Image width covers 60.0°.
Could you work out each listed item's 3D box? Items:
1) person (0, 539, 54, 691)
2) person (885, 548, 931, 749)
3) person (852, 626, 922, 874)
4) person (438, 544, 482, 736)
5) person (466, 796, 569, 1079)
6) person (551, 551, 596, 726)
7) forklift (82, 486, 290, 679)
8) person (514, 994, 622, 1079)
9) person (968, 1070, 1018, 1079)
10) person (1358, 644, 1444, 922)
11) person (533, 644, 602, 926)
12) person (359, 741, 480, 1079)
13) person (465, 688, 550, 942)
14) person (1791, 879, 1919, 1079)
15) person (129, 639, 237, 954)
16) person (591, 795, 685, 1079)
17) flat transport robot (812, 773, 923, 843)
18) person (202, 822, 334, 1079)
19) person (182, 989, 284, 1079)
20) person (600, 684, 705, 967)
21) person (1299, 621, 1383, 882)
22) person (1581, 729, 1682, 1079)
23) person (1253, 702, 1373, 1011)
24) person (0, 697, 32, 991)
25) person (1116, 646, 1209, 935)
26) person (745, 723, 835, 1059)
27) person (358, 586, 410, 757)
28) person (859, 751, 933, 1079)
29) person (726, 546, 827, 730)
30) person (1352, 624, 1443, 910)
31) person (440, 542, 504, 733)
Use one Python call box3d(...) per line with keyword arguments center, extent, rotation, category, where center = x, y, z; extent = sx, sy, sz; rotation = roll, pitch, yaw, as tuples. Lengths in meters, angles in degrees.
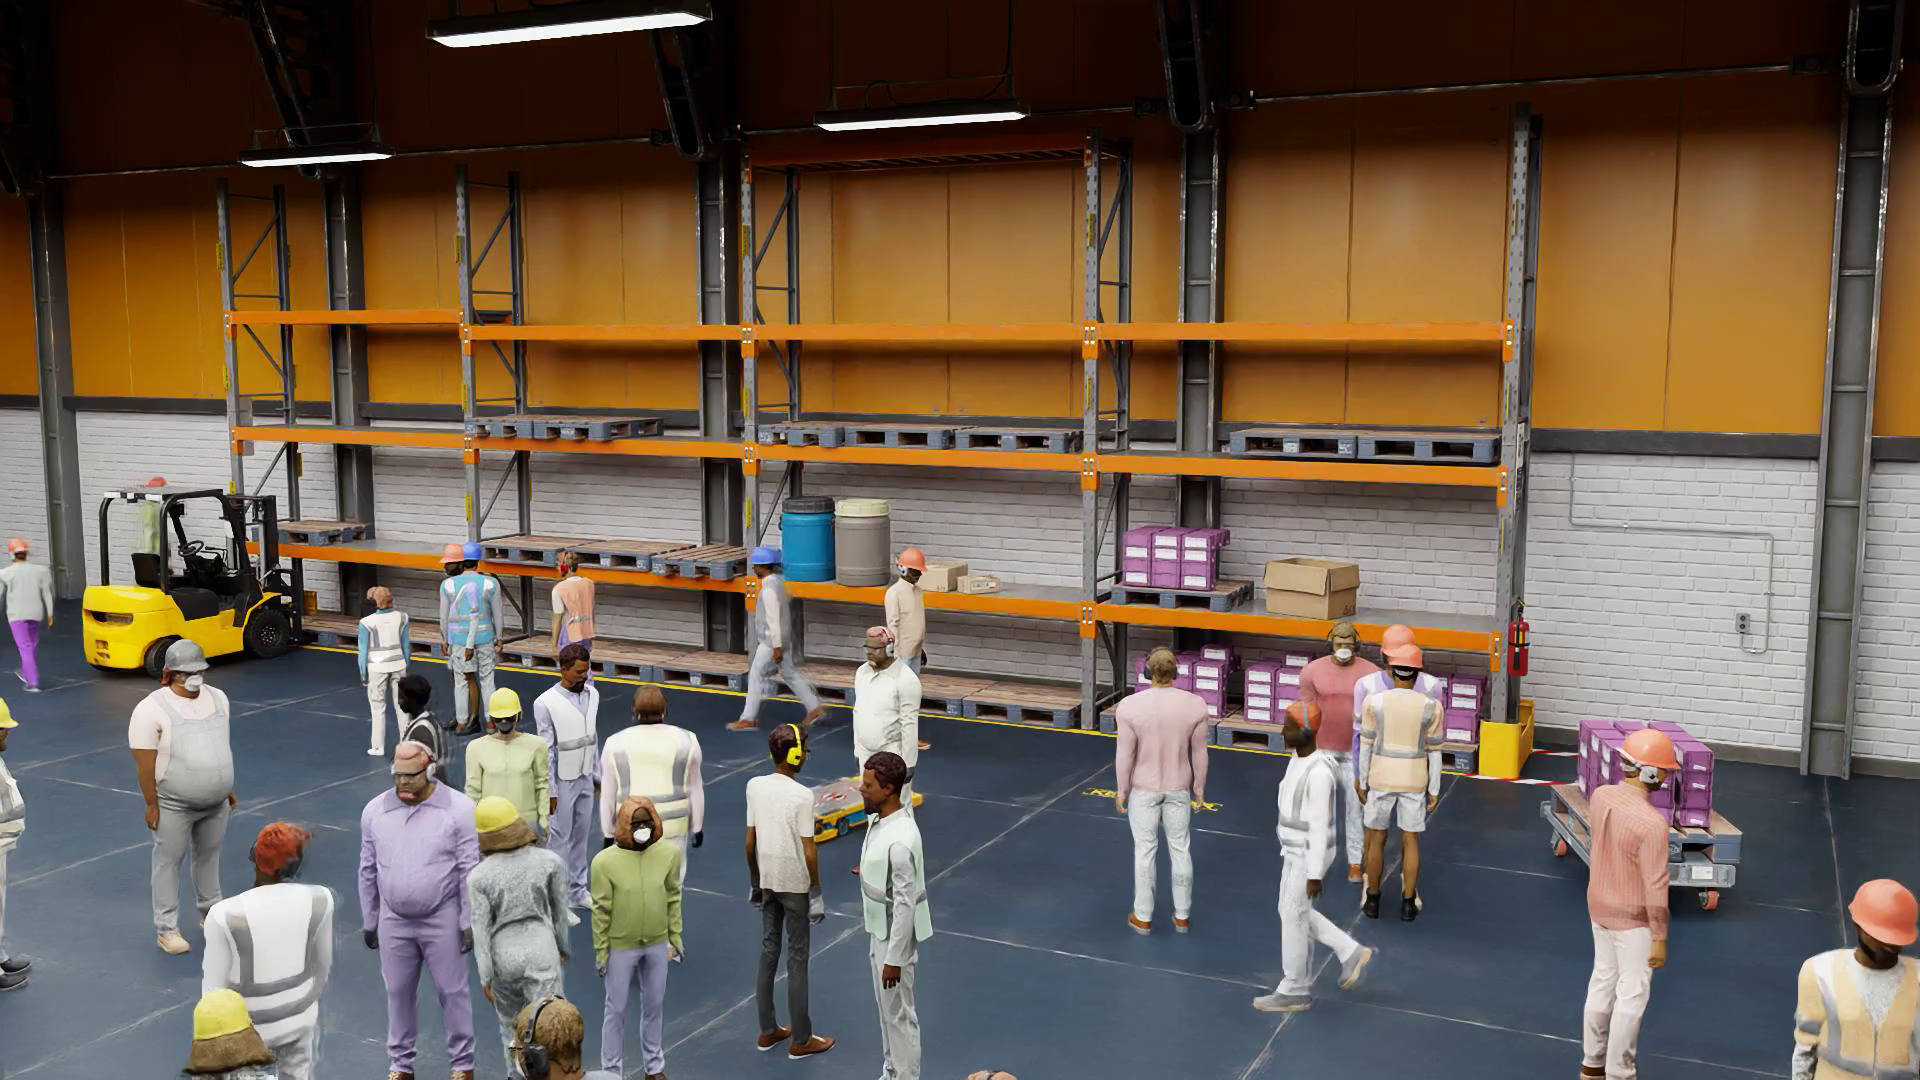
box3d(center=(-10.714, 0.844, 18.950), extent=(0.885, 1.705, 0.589), rotation=(5, 8, 34), category="person")
box3d(center=(-0.494, 1.065, 15.962), extent=(0.390, 1.990, 0.610), rotation=(3, 8, 25), category="person")
box3d(center=(-0.568, 1.568, 12.213), extent=(0.642, 1.899, 0.394), rotation=(7, 10, 44), category="person")
box3d(center=(-5.041, 0.997, 16.741), extent=(0.544, 1.939, 0.354), rotation=(7, 10, 43), category="person")
box3d(center=(-2.195, 2.133, 8.351), extent=(0.511, 1.688, 0.828), rotation=(-3, 7, -20), category="person")
box3d(center=(-3.912, 1.029, 16.895), extent=(0.385, 1.837, 0.563), rotation=(4, 8, 30), category="person")
box3d(center=(-9.426, 0.454, 20.179), extent=(1.214, 2.155, 2.313), rotation=(3, 8, 26), category="forklift")
box3d(center=(-1.253, 2.390, 5.290), extent=(0.386, 1.927, 0.641), rotation=(2, 7, 17), category="person")
box3d(center=(0.139, 2.516, 5.417), extent=(0.309, 1.640, 0.513), rotation=(3, 8, 23), category="person")
box3d(center=(3.013, 1.652, 11.405), extent=(0.553, 1.923, 0.391), rotation=(1, 7, 11), category="person")
box3d(center=(-2.675, 1.652, 11.429), extent=(0.392, 1.914, 0.589), rotation=(3, 8, 25), category="person")
box3d(center=(-2.840, 1.985, 8.739), extent=(0.653, 1.900, 0.406), rotation=(0, 7, 1), category="person")
box3d(center=(-2.897, 1.816, 10.682), extent=(0.533, 1.768, 0.310), rotation=(-2, 7, -18), category="person")
box3d(center=(3.602, 2.236, 6.610), extent=(0.549, 1.916, 0.709), rotation=(3, 8, 25), category="person")
box3d(center=(-5.029, 1.649, 10.930), extent=(0.536, 2.000, 0.683), rotation=(4, 8, 29), category="person")
box3d(center=(-1.673, 2.123, 8.678), extent=(0.501, 1.633, 0.284), rotation=(-4, 8, -33), category="person")
box3d(center=(-0.996, 2.190, 13.707), extent=(0.652, 0.197, 1.431), rotation=(5, 8, 36), category="flat transport robot")
box3d(center=(-3.149, 2.167, 7.479), extent=(0.635, 1.839, 0.663), rotation=(-7, 10, -44), category="person")
box3d(center=(-2.540, 2.441, 5.860), extent=(0.515, 1.666, 0.898), rotation=(-1, 7, -11), category="person")
box3d(center=(-1.932, 1.808, 10.487), extent=(0.648, 1.829, 0.645), rotation=(-1, 7, -9), category="person")
box3d(center=(2.798, 1.547, 12.228), extent=(0.638, 1.933, 0.365), rotation=(1, 7, 10), category="person")
box3d(center=(3.503, 1.954, 8.677), extent=(0.412, 1.979, 0.631), rotation=(-1, 7, -10), category="person")
box3d(center=(2.104, 1.873, 9.844), extent=(0.649, 1.864, 0.582), rotation=(0, 7, -2), category="person")
box3d(center=(-5.938, 1.851, 10.179), extent=(0.403, 1.821, 0.602), rotation=(-4, 8, -29), category="person")
box3d(center=(1.348, 1.675, 11.143), extent=(0.635, 1.936, 0.356), rotation=(-1, 7, -6), category="person")
box3d(center=(-0.965, 1.939, 9.268), extent=(0.520, 1.865, 0.332), rotation=(5, 9, 36), category="person")
box3d(center=(-5.493, 1.252, 15.900), extent=(0.519, 1.633, 0.314), rotation=(-6, 9, -42), category="person")
box3d(center=(-0.345, 2.011, 8.444), extent=(0.392, 1.919, 0.591), rotation=(-2, 7, -12), category="person")
box3d(center=(-1.835, 0.998, 16.931), extent=(1.000, 1.902, 0.621), rotation=(0, 7, 2), category="person")
box3d(center=(3.033, 1.582, 11.547), extent=(0.612, 2.034, 0.439), rotation=(1, 7, 5), category="person")
box3d(center=(-4.912, 0.988, 16.771), extent=(0.615, 1.945, 0.400), rotation=(-2, 7, -13), category="person")
